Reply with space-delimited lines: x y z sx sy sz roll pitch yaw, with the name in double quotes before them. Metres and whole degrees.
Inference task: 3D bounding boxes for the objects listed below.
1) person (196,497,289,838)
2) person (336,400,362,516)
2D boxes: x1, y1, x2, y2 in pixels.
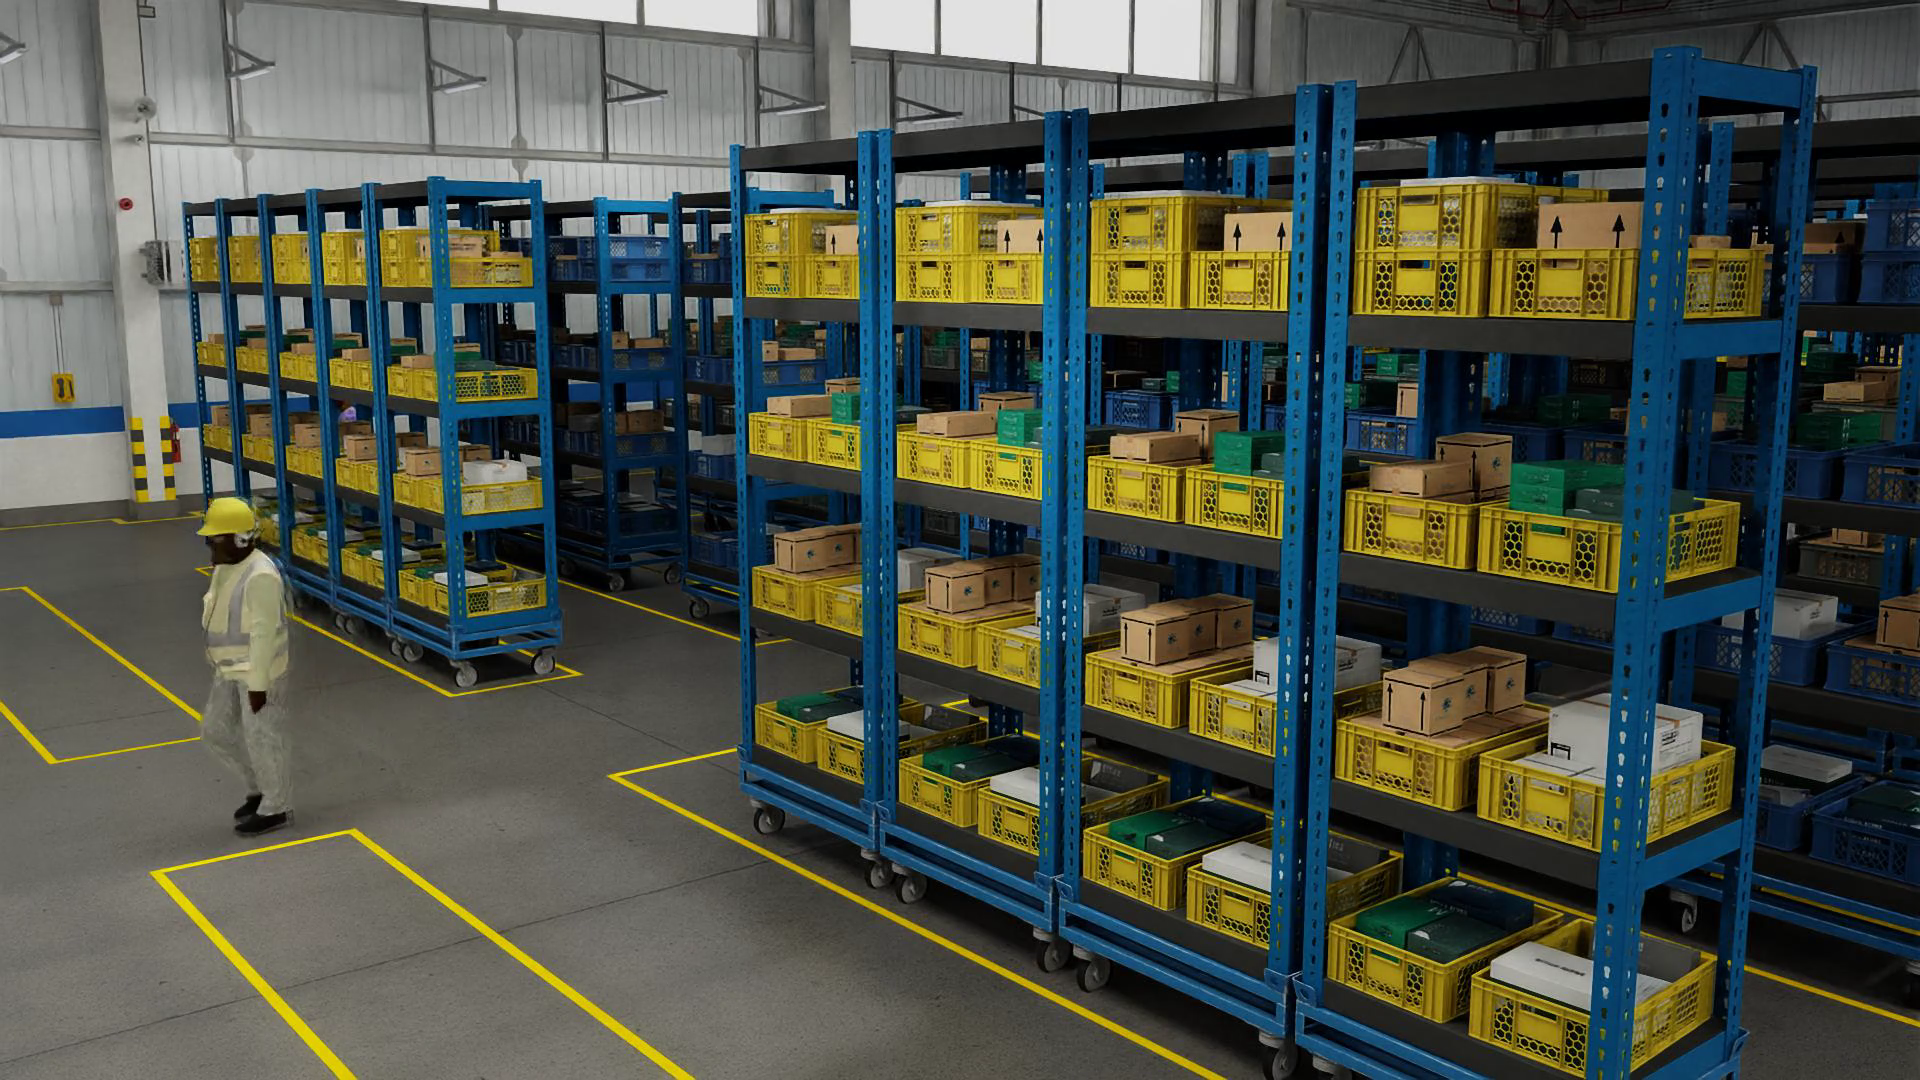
"person" -3.750 0.671 8.730 0.427 1.814 0.612 -9 13 -44
"person" -6.163 -0.686 16.851 0.390 1.838 0.563 -3 10 -15
